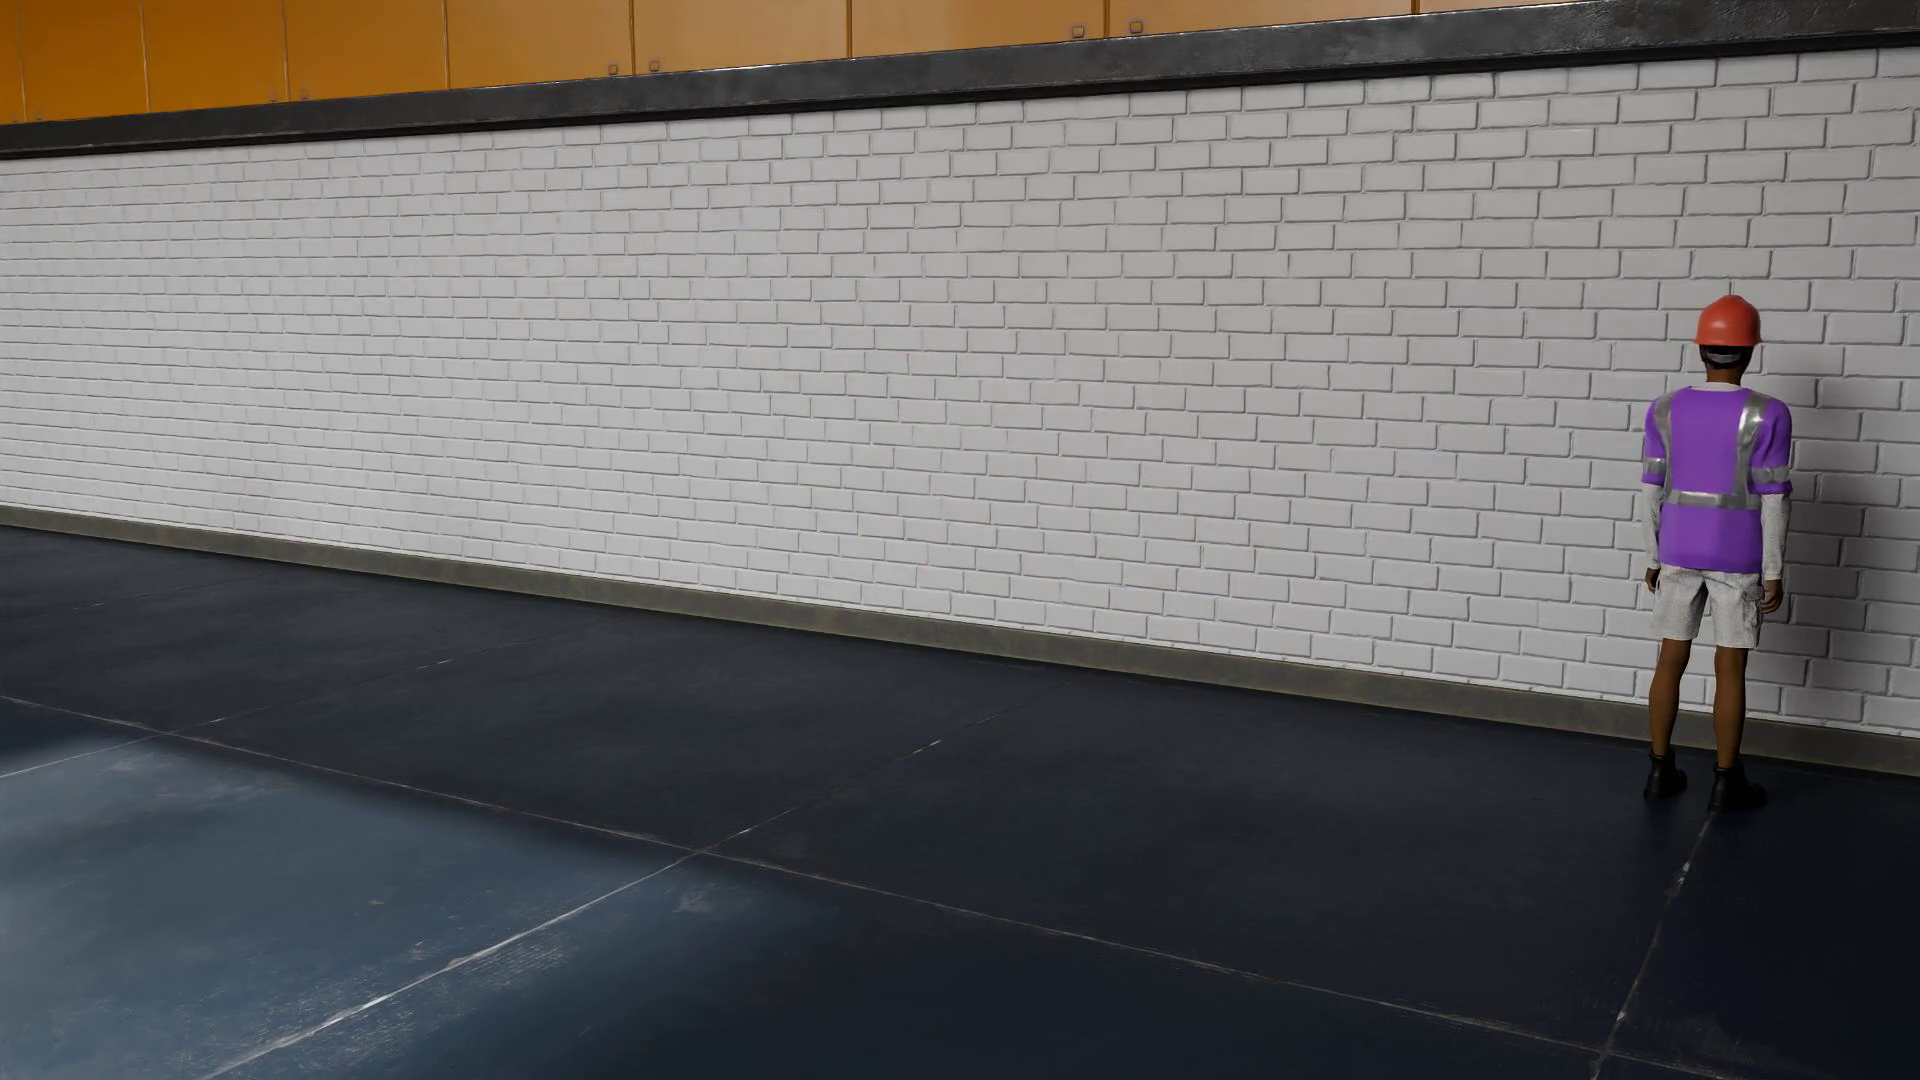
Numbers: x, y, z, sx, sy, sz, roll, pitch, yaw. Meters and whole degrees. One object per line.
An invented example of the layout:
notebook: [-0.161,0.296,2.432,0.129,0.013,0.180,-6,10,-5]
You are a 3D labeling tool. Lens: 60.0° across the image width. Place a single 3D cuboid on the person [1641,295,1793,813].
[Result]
person: [2.847,0.056,6.282,0.350,1.942,0.545,-8,12,-43]
